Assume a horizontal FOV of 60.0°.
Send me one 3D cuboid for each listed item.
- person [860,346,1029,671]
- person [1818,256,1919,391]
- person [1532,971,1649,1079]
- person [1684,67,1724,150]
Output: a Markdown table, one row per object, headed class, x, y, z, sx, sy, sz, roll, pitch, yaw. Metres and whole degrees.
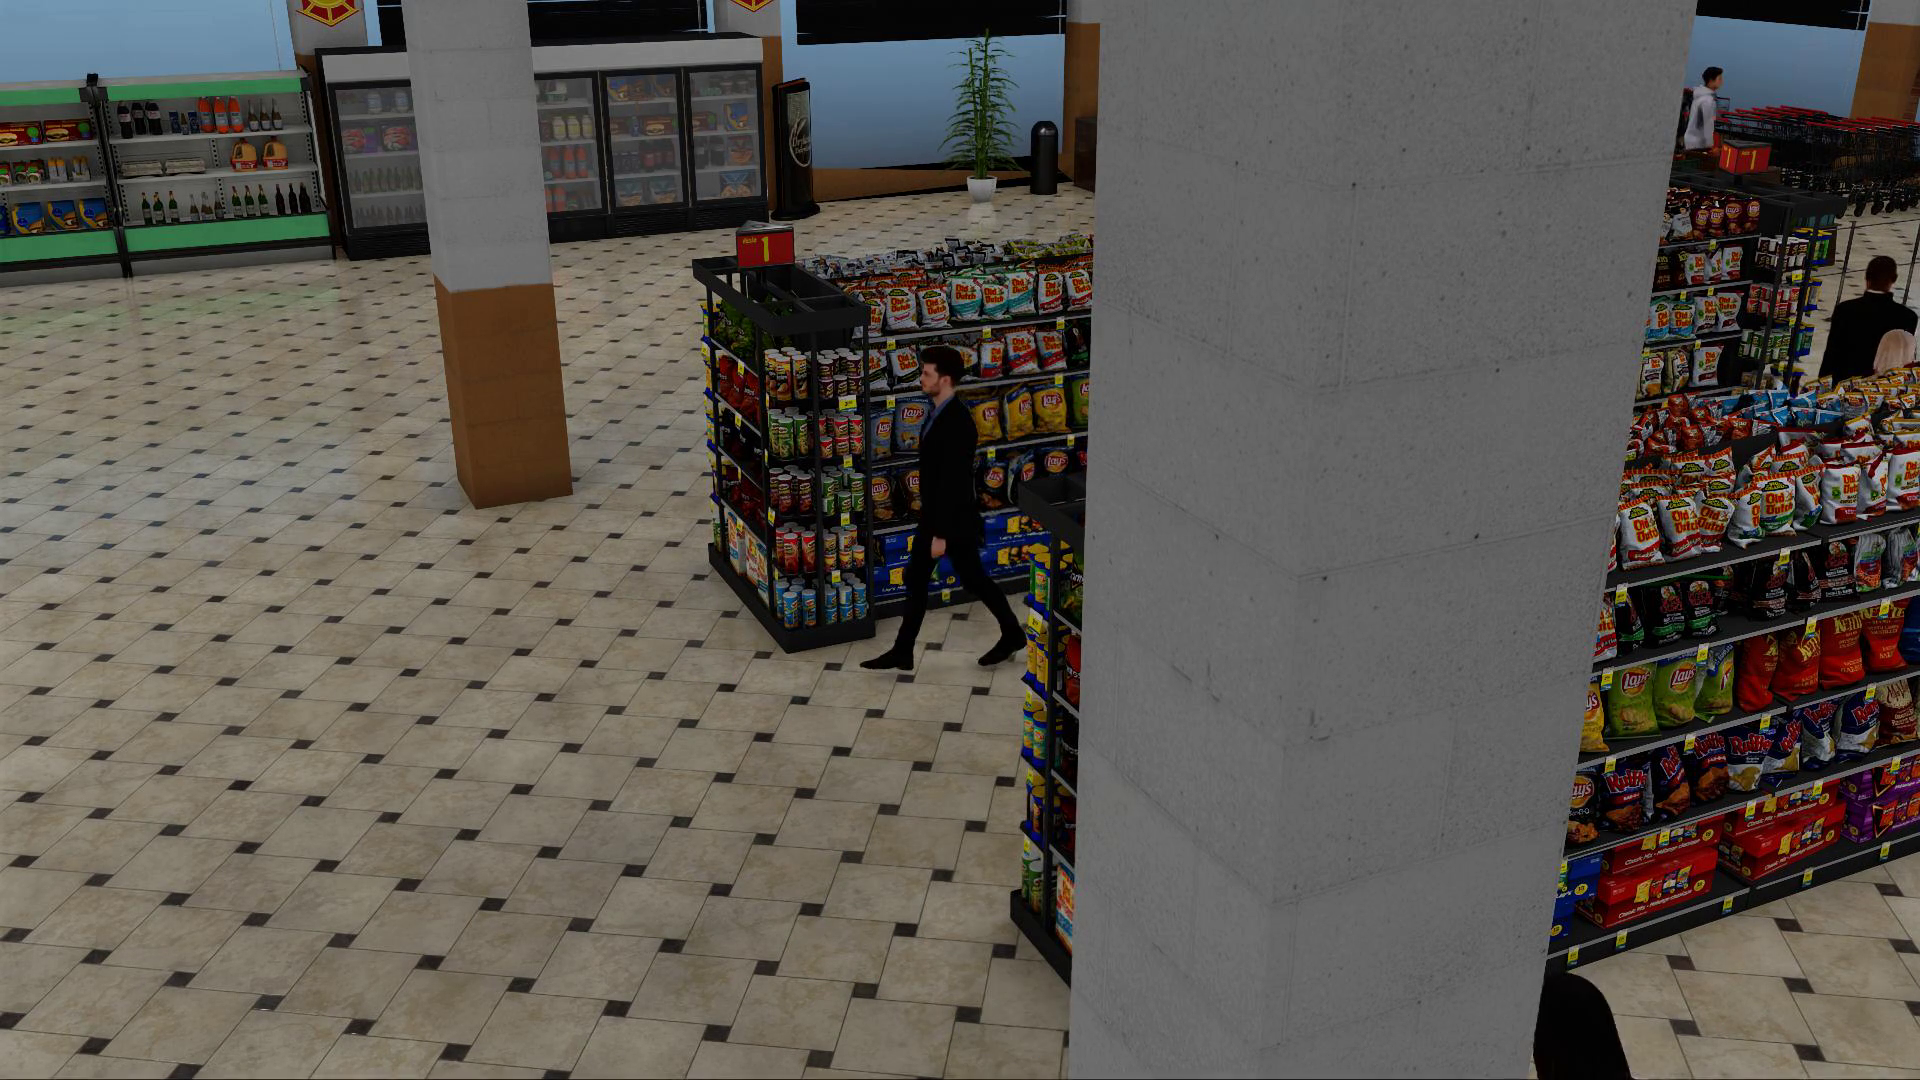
| class | x | y | z | sx | sy | sz | roll | pitch | yaw |
| --- | --- | --- | --- | --- | --- | --- | --- | --- | --- |
| person | 0.026 | -0.128 | 9.049 | 1.248 | 1.858 | 0.837 | -5 | 22 | -13 |
| person | 5.921 | -0.932 | 10.988 | 0.798 | 1.904 | 0.847 | 9 | 23 | 21 |
| person | 1.542 | 1.898 | 4.269 | 0.754 | 1.664 | 0.846 | -4 | 22 | -9 |
| person | 9.322 | -5.059 | 21.249 | 0.877 | 1.911 | 0.835 | 5 | 22 | 13 |
